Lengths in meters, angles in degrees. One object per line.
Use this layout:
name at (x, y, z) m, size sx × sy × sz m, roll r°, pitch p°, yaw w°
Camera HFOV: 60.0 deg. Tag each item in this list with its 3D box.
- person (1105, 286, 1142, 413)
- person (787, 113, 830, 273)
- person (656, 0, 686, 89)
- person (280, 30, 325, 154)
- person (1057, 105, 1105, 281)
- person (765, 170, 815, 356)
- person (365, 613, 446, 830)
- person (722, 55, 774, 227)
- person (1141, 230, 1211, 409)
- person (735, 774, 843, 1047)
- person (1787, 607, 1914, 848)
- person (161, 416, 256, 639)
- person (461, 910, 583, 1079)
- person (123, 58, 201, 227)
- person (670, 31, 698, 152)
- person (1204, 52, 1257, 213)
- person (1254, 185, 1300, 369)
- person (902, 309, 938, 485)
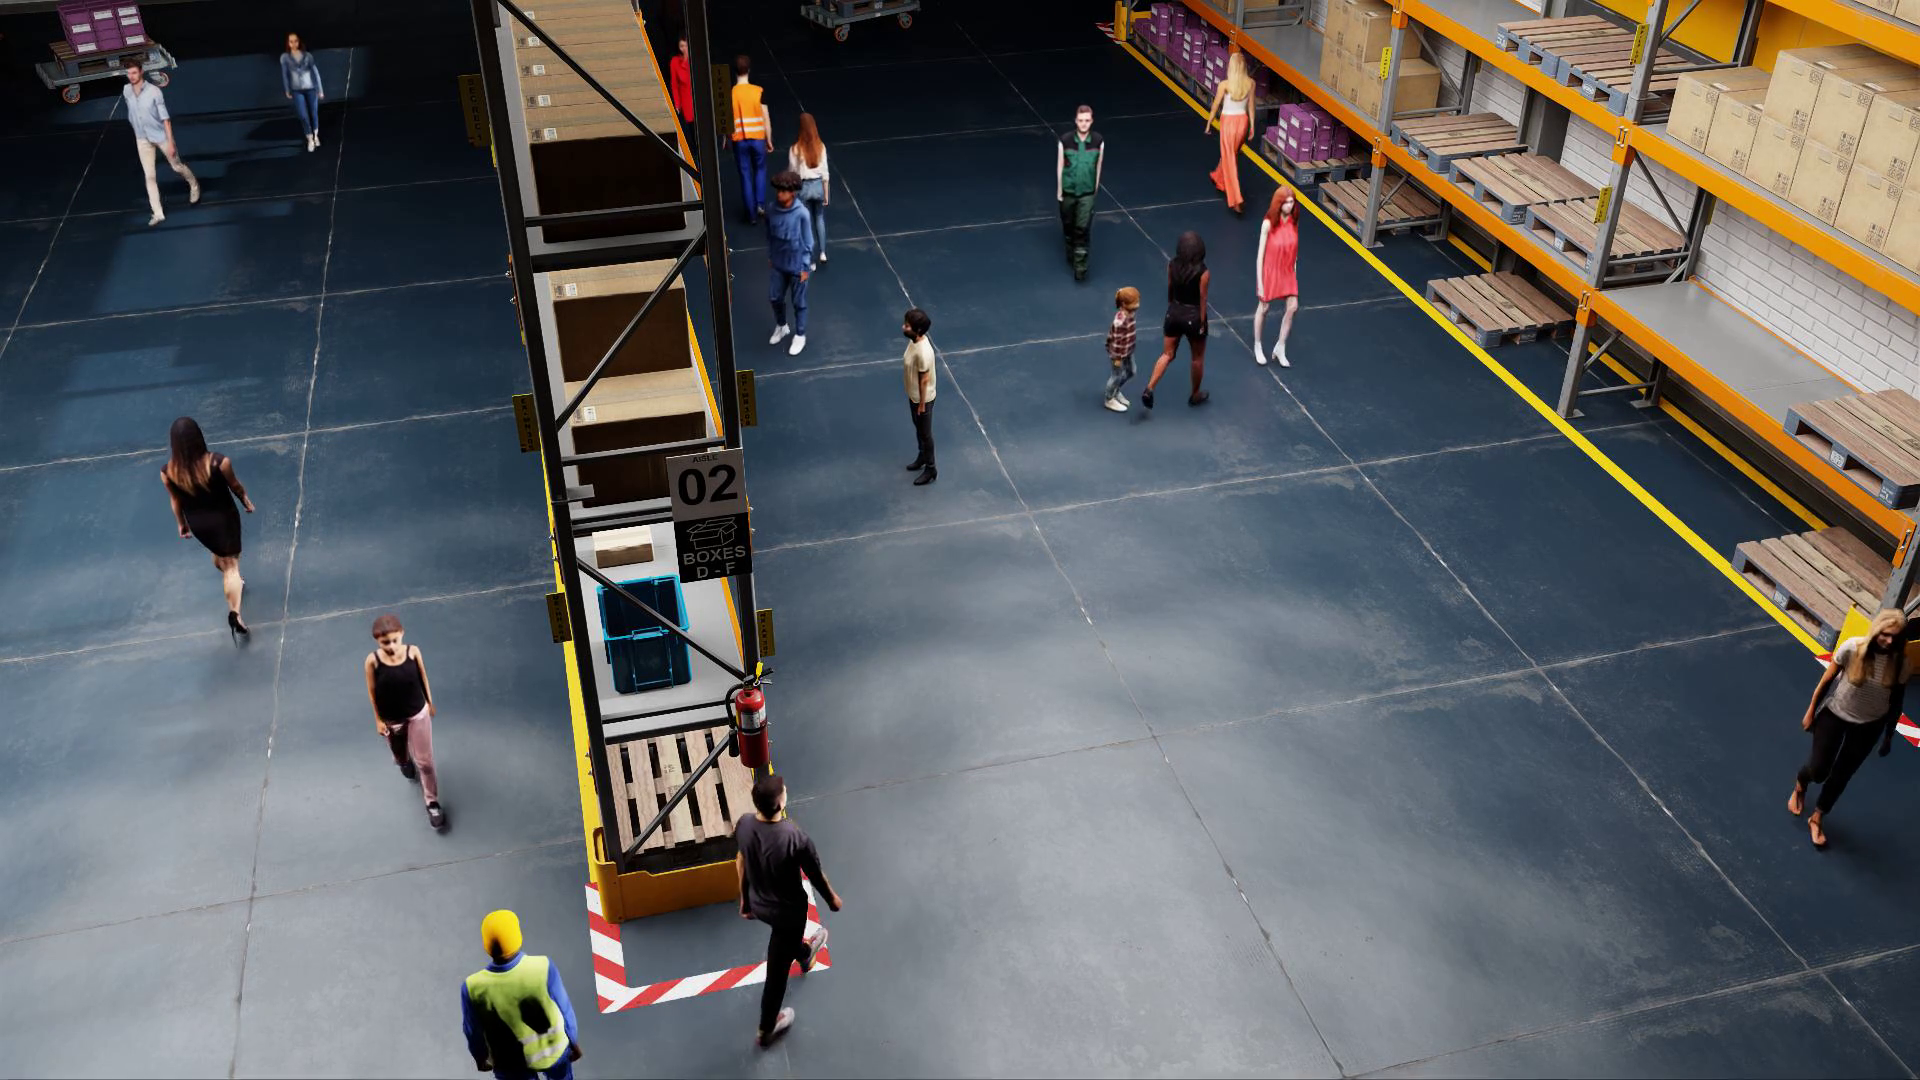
person at (1.401, -1.765, 15.151) m, size 0.701 × 1.282 × 0.643 m, roll 17°, pitch 37°, yaw 24°
person at (-1.570, -3.644, 17.586) m, size 0.609 × 1.718 × 0.596 m, roll -13°, pitch 36°, yaw -19°
person at (-3.871, -7.082, 22.819) m, size 1.024 × 1.650 × 0.850 m, roll -10°, pitch 35°, yaw -14°
person at (-8.226, -5.659, 20.847) m, size 0.649 × 1.463 × 0.777 m, roll -13°, pitch 36°, yaw -19°
person at (1.237, -3.731, 17.640) m, size 0.873 × 1.801 × 1.232 m, roll 1°, pitch 34°, yaw 1°
person at (-1.610, -2.726, 16.126) m, size 0.813 × 1.803 × 0.852 m, roll 13°, pitch 36°, yaw 19°
person at (-3.569, 1.080, 10.636) m, size 0.629 × 1.542 × 0.989 m, roll -14°, pitch 36°, yaw -19°
person at (-2.355, -4.437, 18.641) m, size 0.719 × 1.870 × 0.665 m, roll -10°, pitch 35°, yaw -14°
person at (1.978, -1.934, 15.012) m, size 1.015 × 1.717 × 1.000 m, roll 26°, pitch 42°, yaw 33°
person at (-1.028, 2.049, 9.010) m, size 1.069 × 1.729 × 1.101 m, roll 21°, pitch 39°, yaw 28°
person at (5.534, 1.087, 10.385) m, size 0.792 × 1.809 × 0.841 m, roll 7°, pitch 34°, yaw 11°
person at (-5.482, -0.061, 12.237) m, size 0.746 × 1.671 × 1.087 m, roll -4°, pitch 34°, yaw -6°
person at (-2.113, 2.555, 8.179) m, size 0.719 × 1.807 × 0.704 m, roll -13°, pitch 36°, yaw -18°
person at (-9.096, -4.585, 18.921) m, size 0.926 × 1.807 × 1.315 m, roll 2°, pitch 34°, yaw 3°
person at (-3.210, -5.303, 20.073) m, size 0.709 × 1.727 × 0.694 m, roll -2°, pitch 34°, yaw -4°
person at (3.147, -4.609, 19.018) m, size 0.668 × 1.739 × 1.301 m, roll -8°, pitch 34°, yaw -11°
person at (2.952, -2.531, 15.824) m, size 0.691 × 1.813 × 0.708 m, roll -13°, pitch 36°, yaw -19°
person at (-0.330, -1.227, 14.070) m, size 0.648 × 1.583 × 0.420 m, roll -7°, pitch 34°, yaw -11°
